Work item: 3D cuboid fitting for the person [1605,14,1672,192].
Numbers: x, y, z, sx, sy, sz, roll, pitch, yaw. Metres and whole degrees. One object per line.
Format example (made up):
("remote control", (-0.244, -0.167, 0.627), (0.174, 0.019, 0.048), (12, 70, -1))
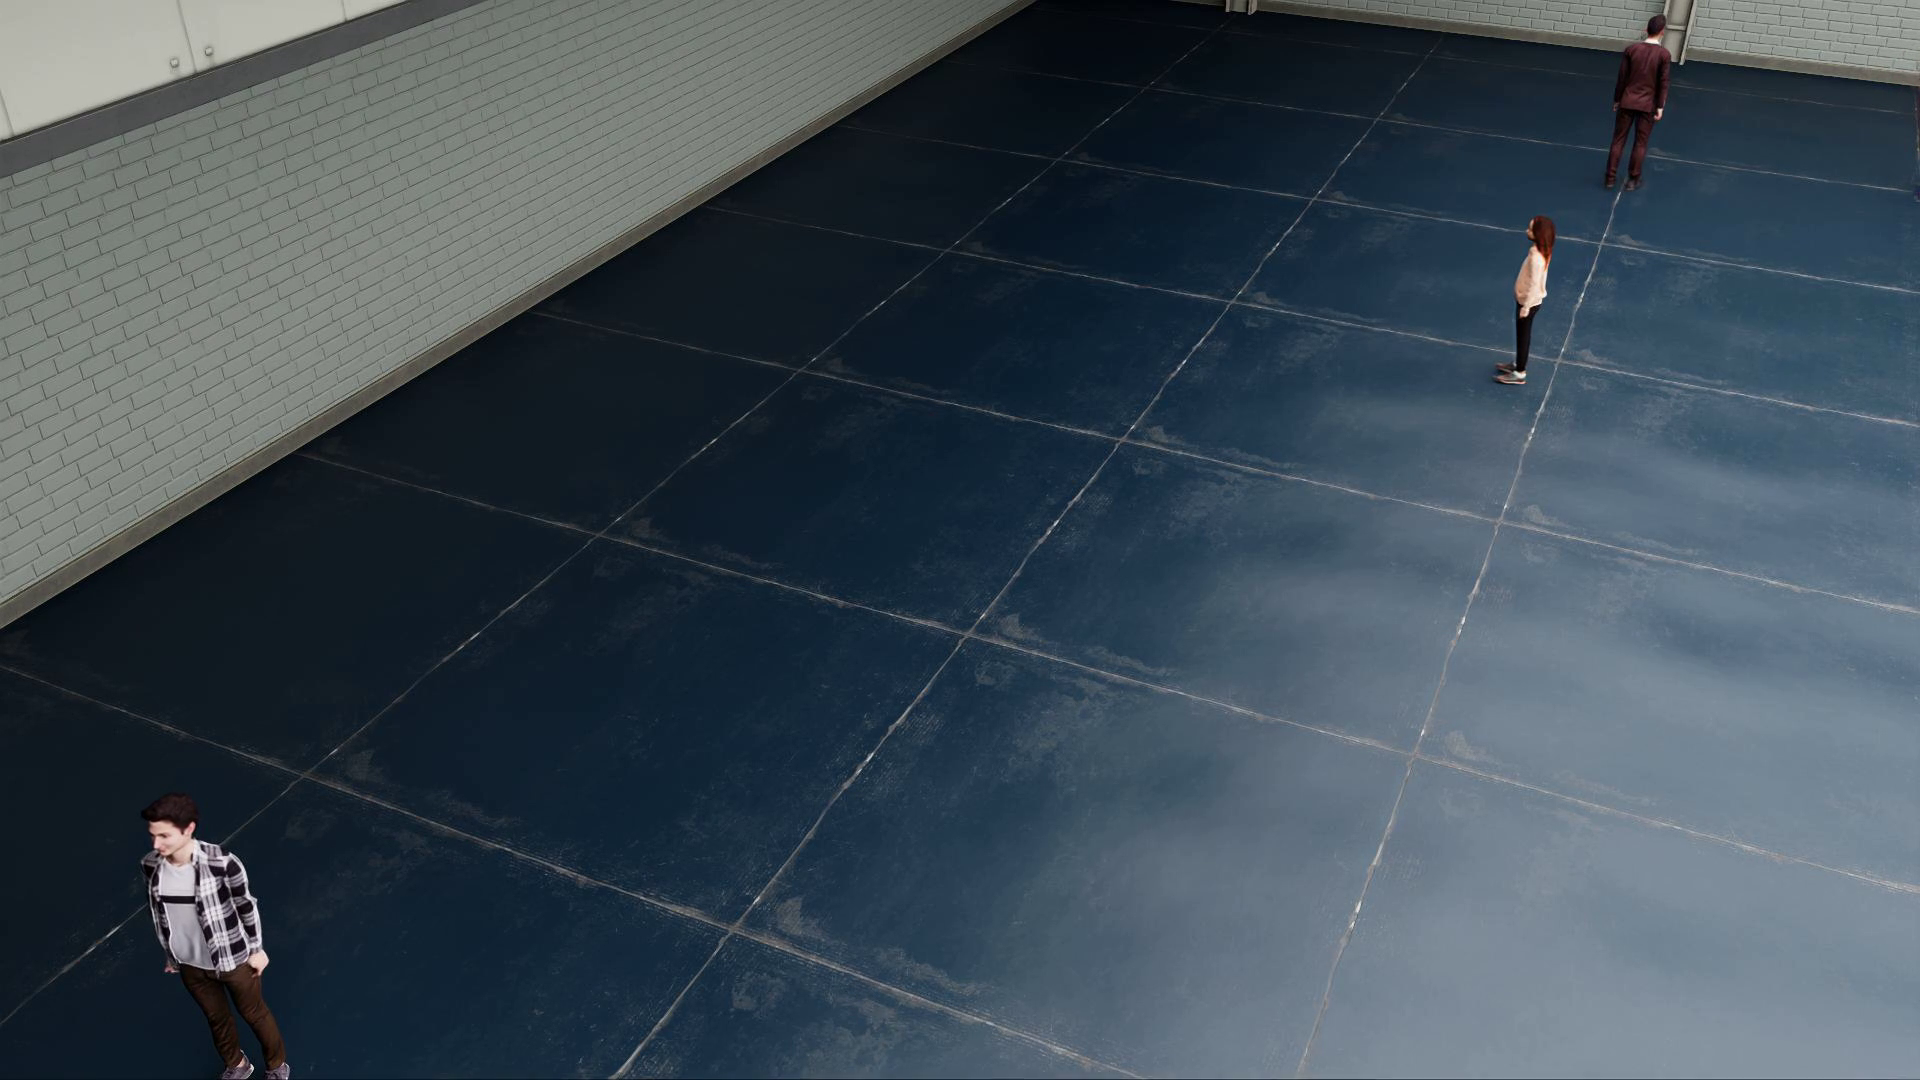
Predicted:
("person", (7.320, -4.716, 17.944), (0.560, 1.864, 0.777), (19, 37, 27))

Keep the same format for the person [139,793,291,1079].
("person", (-3.397, 1.863, 7.567), (0.601, 1.809, 0.758), (2, 32, 3))

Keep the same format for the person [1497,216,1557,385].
("person", (4.797, -2.030, 14.043), (0.541, 1.483, 0.600), (9, 33, 13))
